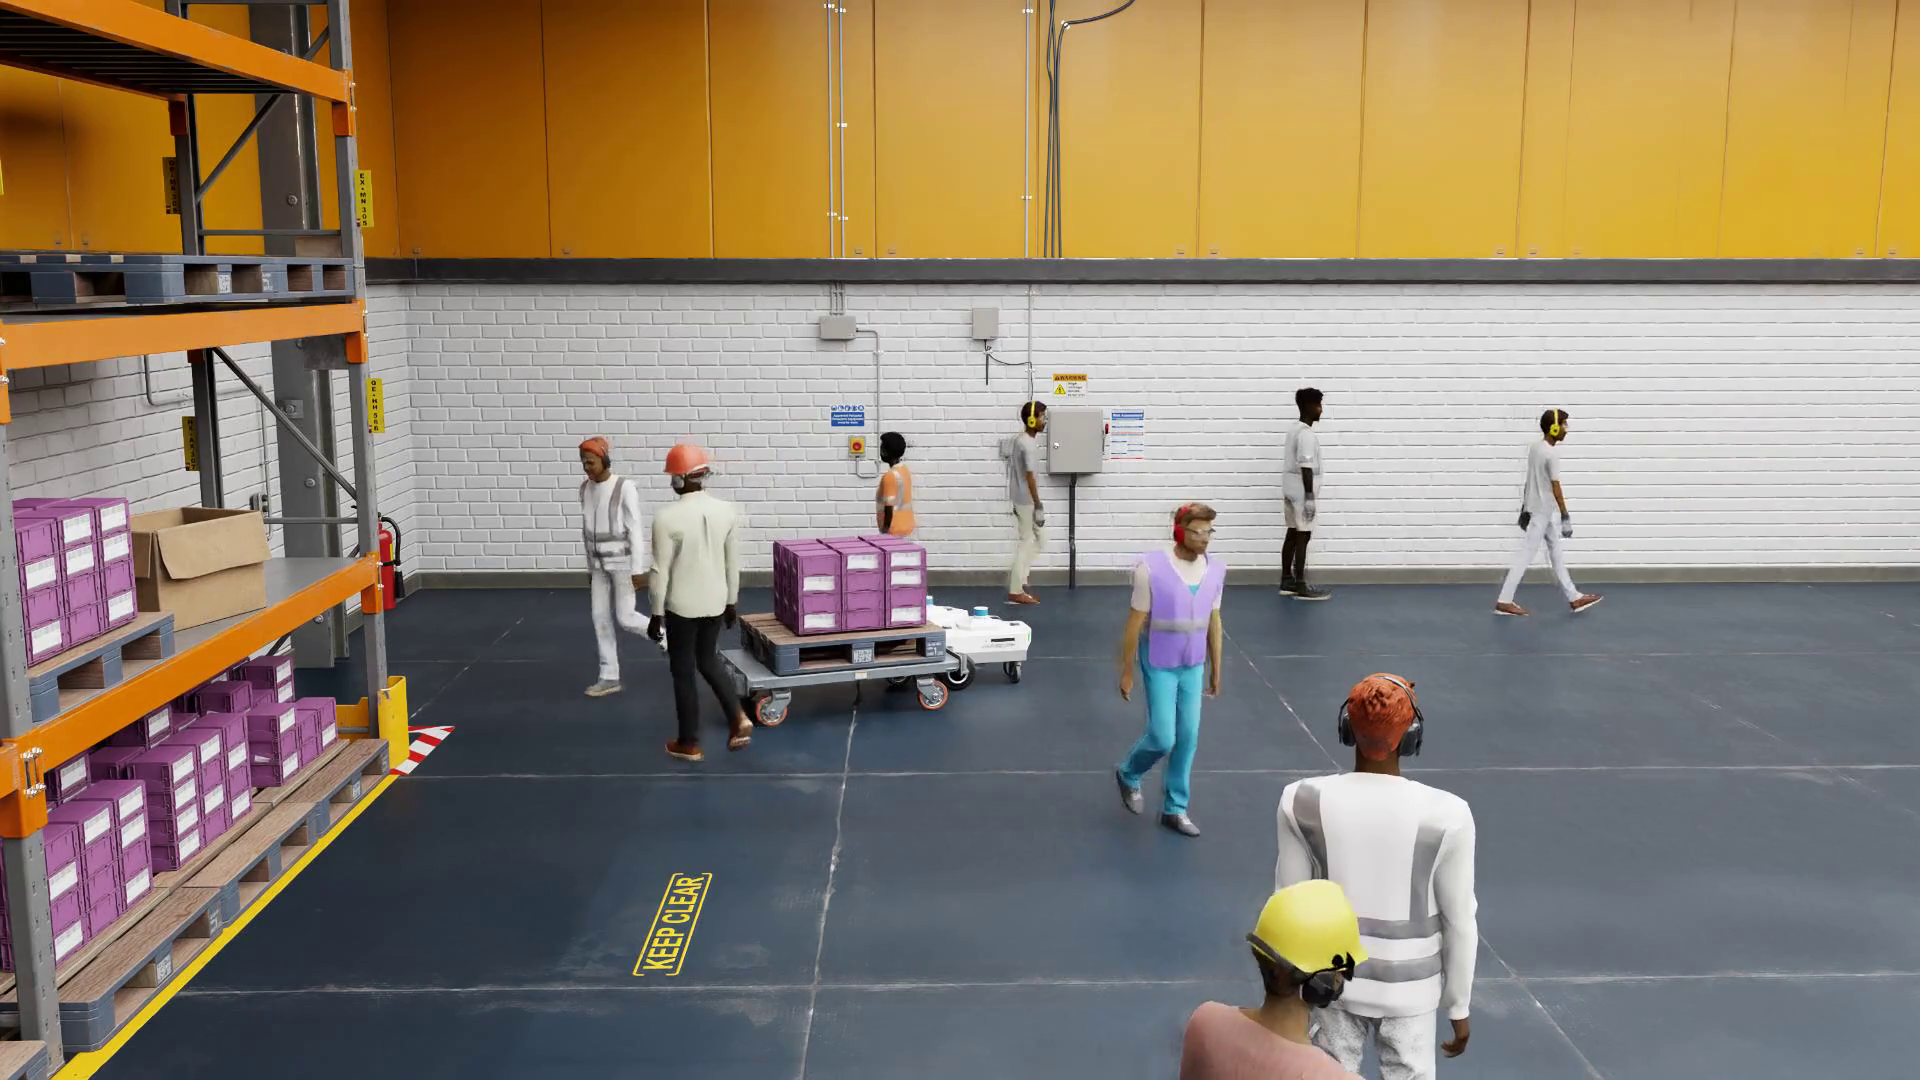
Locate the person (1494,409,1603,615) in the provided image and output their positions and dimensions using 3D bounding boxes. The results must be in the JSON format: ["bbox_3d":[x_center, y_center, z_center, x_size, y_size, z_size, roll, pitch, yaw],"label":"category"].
[{"bbox_3d":[5.169,-0.228,14.496,0.982,1.814,0.559,1,9,4],"label":"person"}]

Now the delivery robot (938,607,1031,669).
[{"bbox_3d":[0.155,0.732,12.192,0.707,0.478,0.477,-2,9,-13],"label":"delivery robot"}]

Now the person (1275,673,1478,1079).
[{"bbox_3d":[1.203,1.316,4.851,0.573,1.880,0.353,4,10,22],"label":"person"}]

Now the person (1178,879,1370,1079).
[{"bbox_3d":[0.728,1.580,3.650,0.708,1.740,0.529,-5,11,-30],"label":"person"}]

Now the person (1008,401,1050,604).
[{"bbox_3d":[0.625,-0.327,14.993,0.455,1.851,0.564,0,9,-2],"label":"person"}]

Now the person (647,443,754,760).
[{"bbox_3d":[-1.603,0.395,10.174,0.542,1.981,0.624,8,12,41],"label":"person"}]

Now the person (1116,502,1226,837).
[{"bbox_3d":[1.122,0.679,8.920,0.614,1.819,0.521,-6,11,-31],"label":"person"}]

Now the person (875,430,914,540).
[{"bbox_3d":[-0.538,-0.095,14.101,0.561,1.684,0.545,3,10,17],"label":"person"}]

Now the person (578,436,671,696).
[{"bbox_3d":[-2.411,0.169,11.948,0.628,1.861,0.710,7,12,38],"label":"person"}]

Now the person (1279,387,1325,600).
[{"bbox_3d":[3.159,-0.434,15.313,0.364,1.964,0.609,-1,9,-4],"label":"person"}]

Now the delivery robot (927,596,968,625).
[{"bbox_3d":[-0.260,0.667,12.590,0.477,0.478,0.707,7,12,39],"label":"delivery robot"}]
